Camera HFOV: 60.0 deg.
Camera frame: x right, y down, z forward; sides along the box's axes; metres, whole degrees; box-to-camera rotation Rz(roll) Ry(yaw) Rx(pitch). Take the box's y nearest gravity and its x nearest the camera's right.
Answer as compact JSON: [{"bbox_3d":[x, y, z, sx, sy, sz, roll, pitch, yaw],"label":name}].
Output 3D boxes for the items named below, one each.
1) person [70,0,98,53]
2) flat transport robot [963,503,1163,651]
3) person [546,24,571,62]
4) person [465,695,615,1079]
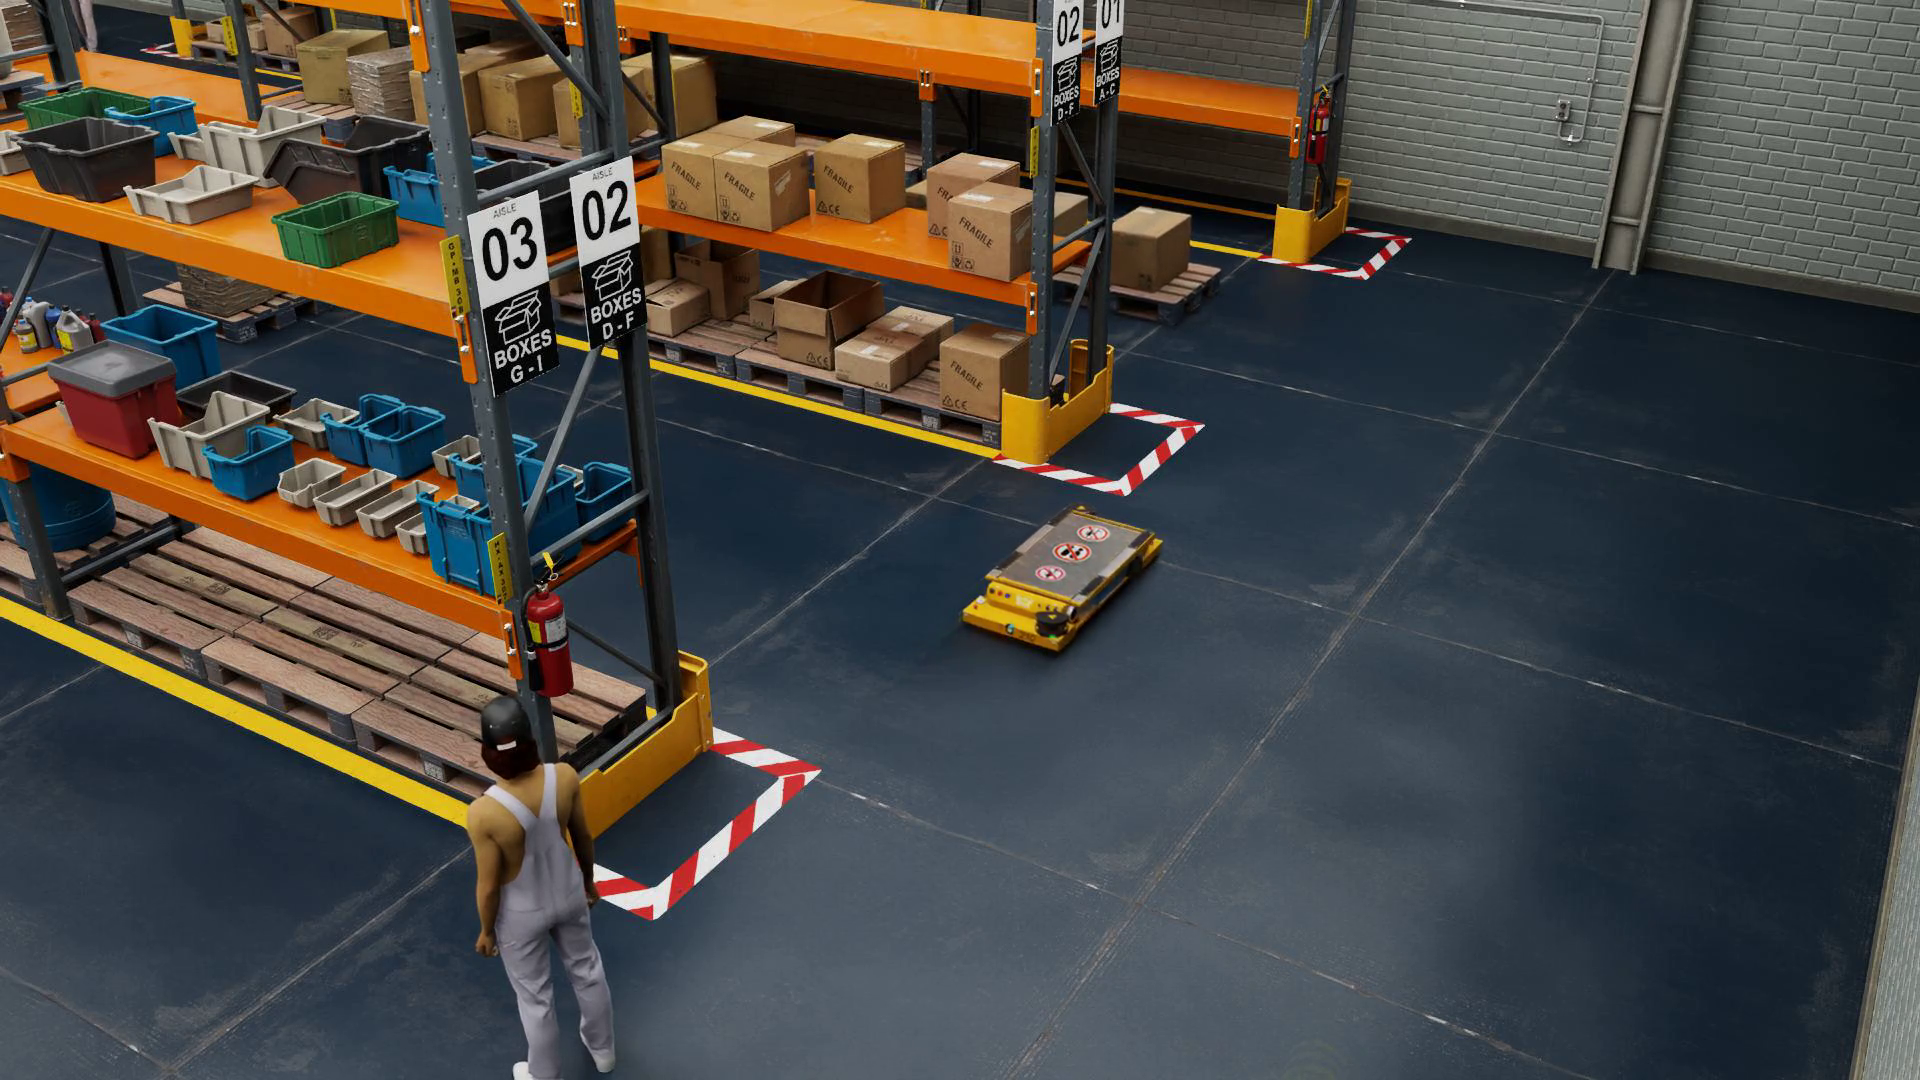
[{"bbox_3d":[-11.924,-7.467,22.475,0.617,1.791,0.958,-7,30,-12],"label":"person"},{"bbox_3d":[0.659,0.204,10.267,0.659,0.231,1.431,16,33,27],"label":"flat transport robot"},{"bbox_3d":[-4.029,-4.480,17.211,0.533,1.694,0.320,12,31,21],"label":"person"},{"bbox_3d":[-1.667,1.396,6.494,0.512,1.859,0.388,-23,37,-36],"label":"person"}]
